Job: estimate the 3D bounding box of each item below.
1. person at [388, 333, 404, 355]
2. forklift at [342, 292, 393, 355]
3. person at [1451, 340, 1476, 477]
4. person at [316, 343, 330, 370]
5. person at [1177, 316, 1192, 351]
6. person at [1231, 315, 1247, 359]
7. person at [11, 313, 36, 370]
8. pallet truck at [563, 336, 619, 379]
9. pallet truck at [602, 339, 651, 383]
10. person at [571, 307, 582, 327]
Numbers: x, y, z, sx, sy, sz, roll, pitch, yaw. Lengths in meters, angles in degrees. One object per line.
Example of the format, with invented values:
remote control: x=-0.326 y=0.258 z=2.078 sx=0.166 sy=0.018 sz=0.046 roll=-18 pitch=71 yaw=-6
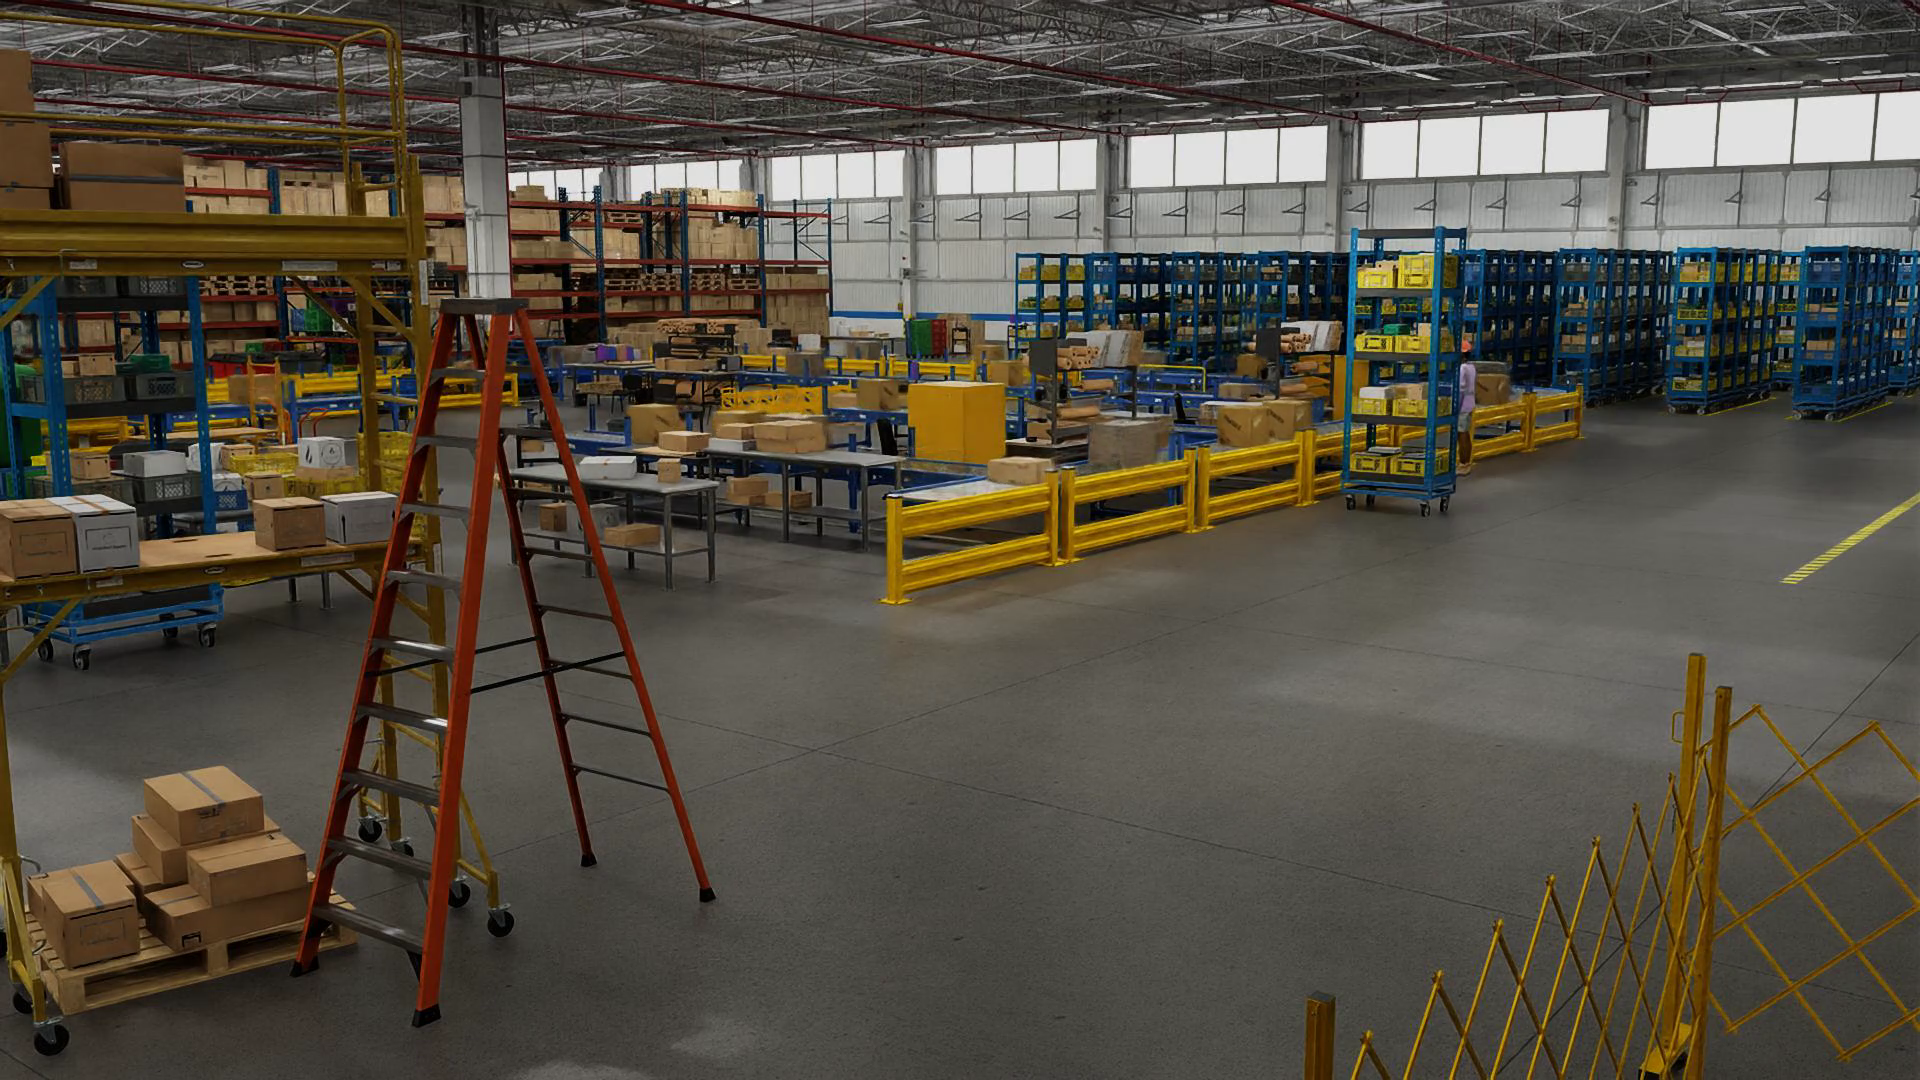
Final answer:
person: x=-16.193 y=-5.536 z=47.943 sx=0.601 sy=1.808 sz=0.722 roll=6 pitch=11 yaw=35
forklift: x=-16.485 y=-5.622 z=45.120 sx=1.129 sy=2.768 sz=1.873 roll=7 pitch=11 yaw=37
person: x=7.499 y=-1.968 z=24.915 sx=0.394 sy=2.044 sz=0.609 roll=6 pitch=11 yaw=33
person: x=-18.530 y=-5.684 z=48.615 sx=0.550 sy=1.896 sz=0.981 roll=7 pitch=11 yaw=37
person: x=6.946 y=-6.097 z=50.983 sx=0.605 sy=1.948 sz=0.404 roll=0 pitch=9 yaw=2
person: x=8.545 y=-5.950 z=50.612 sx=0.829 sy=1.788 sz=0.622 roll=7 pitch=11 yaw=37
person: x=-27.491 y=-5.757 z=48.625 sx=0.545 sy=2.018 sz=0.614 roll=-3 pitch=10 yaw=-18
pallet truck: x=-10.690 y=-5.294 z=48.215 sx=1.601 sy=1.201 sz=0.680 roll=-5 pitch=10 yaw=-26
pallet truck: x=-8.991 y=-4.871 z=45.351 sx=0.653 sy=1.274 sz=1.630 roll=7 pitch=11 yaw=37
person: x=-14.557 y=-7.962 z=63.131 sx=0.624 sy=1.793 sz=0.980 roll=9 pitch=12 yaw=43
